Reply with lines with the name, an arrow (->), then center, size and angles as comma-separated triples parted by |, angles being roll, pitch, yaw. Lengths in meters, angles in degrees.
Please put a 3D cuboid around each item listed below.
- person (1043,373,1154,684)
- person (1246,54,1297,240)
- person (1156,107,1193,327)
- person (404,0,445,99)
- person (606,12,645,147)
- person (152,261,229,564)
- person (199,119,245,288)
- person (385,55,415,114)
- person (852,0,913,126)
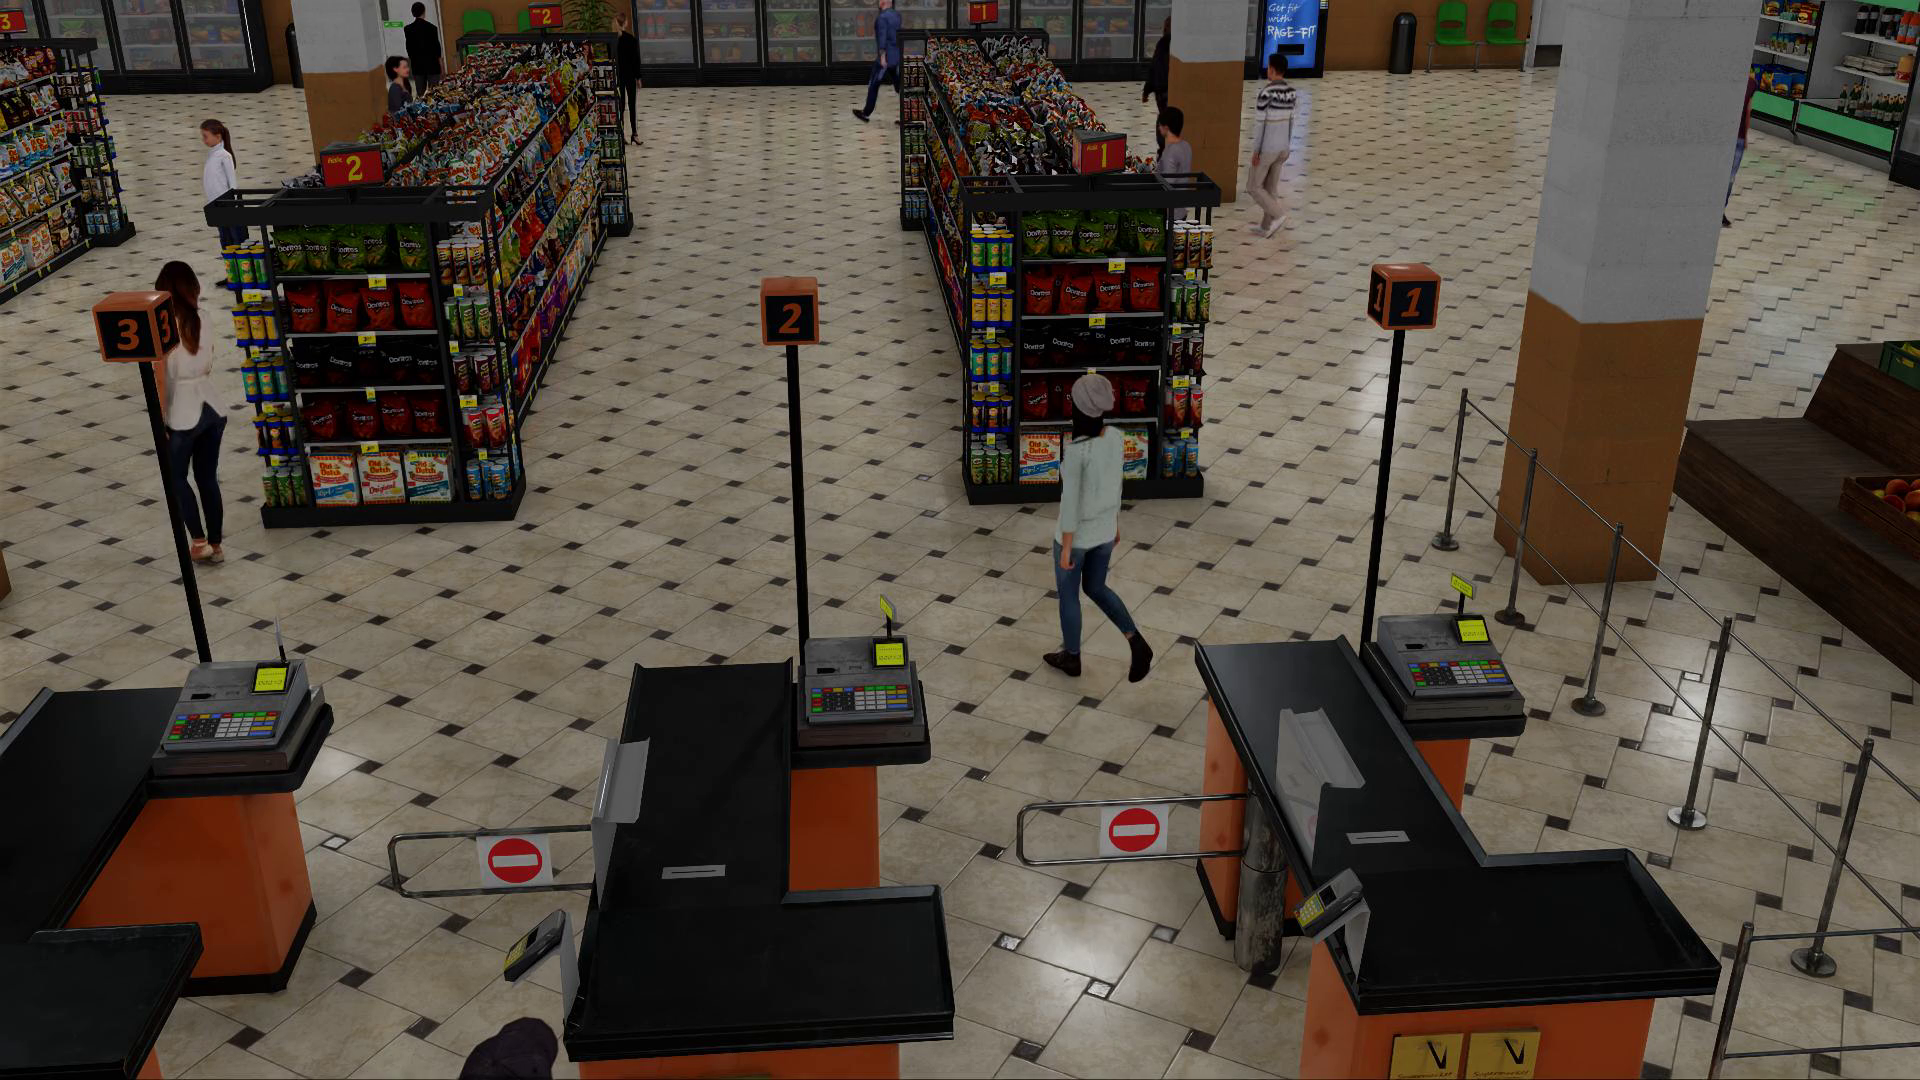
person -> 0.684, -0.007, 8.131 | 0.909, 1.629, 1.010 | -22, 32, -40
person -> 3.219, -3.970, 16.935 | 0.922, 1.832, 1.003 | -17, 29, -34
person -> 1.791, -2.746, 14.126 | 0.795, 1.841, 0.649 | 9, 25, 21
person -> -7.345, -6.498, 22.852 | 0.667, 1.719, 0.612 | 2, 24, 4
person -> -4.404, -6.051, 21.846 | 0.687, 1.707, 0.657 | 6, 24, 14
person -> -4.320, -0.688, 9.539 | 0.814, 1.748, 0.718 | 9, 25, 19
person -> -6.707, -3.072, 15.223 | 0.627, 1.558, 0.677 | 16, 28, 32
person -> -5.927, -4.216, 17.609 | 0.799, 1.740, 1.035 | -7, 25, -15
person -> -0.922, -6.598, 23.004 | 1.236, 1.780, 1.234 | 15, 28, 30
